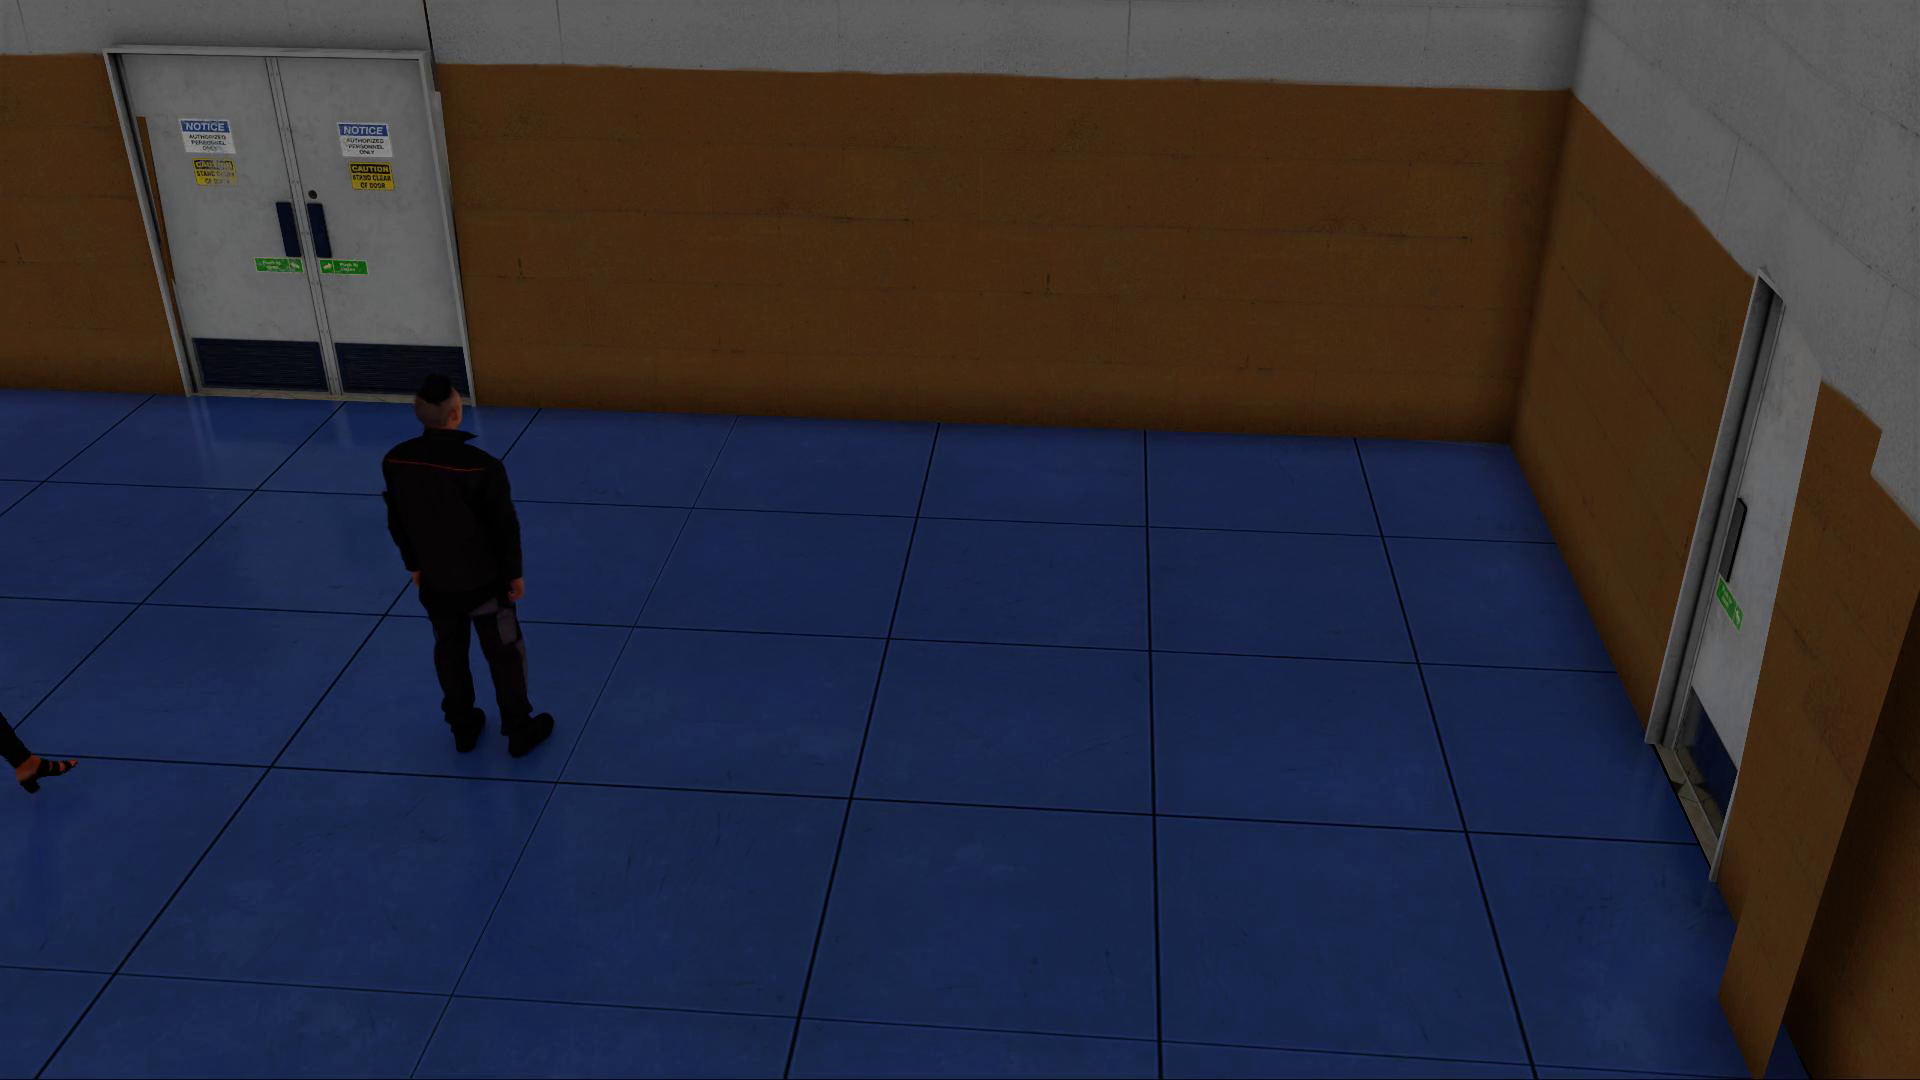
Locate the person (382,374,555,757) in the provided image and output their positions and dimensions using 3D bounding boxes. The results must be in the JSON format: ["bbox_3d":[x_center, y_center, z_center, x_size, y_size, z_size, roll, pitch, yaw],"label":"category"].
[{"bbox_3d":[-2.165,0.110,7.265,0.783,1.860,0.646,7,29,12],"label":"person"}]
